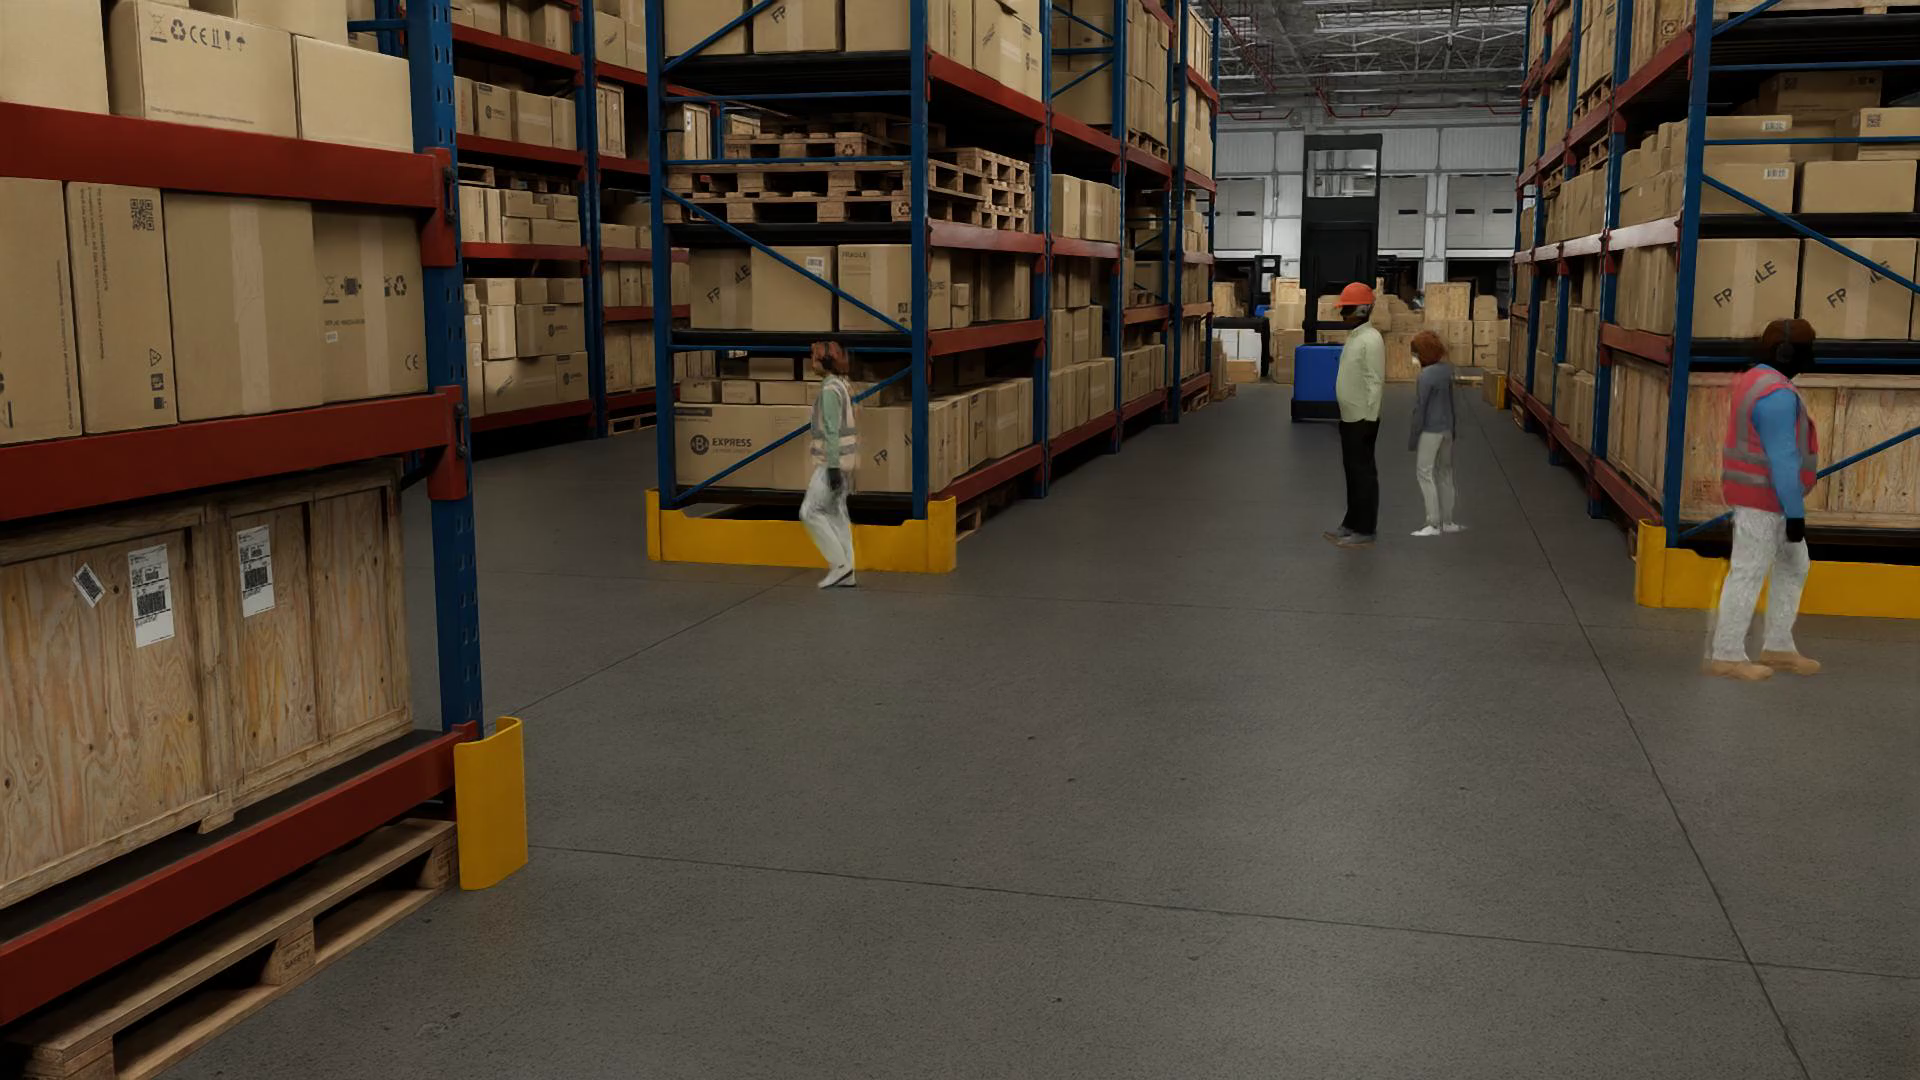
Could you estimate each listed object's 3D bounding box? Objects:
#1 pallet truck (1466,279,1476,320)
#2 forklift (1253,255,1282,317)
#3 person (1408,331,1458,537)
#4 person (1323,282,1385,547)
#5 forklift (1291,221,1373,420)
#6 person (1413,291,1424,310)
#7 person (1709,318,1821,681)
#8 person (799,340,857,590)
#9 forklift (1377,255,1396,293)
[{"bbox_3d":[18.896,-8.459,60.307,1.885,1.965,0.823,5,10,31],"label":"pallet truck"},{"bbox_3d":[10.632,-8.462,57.531,1.129,2.768,1.873,-4,10,-24],"label":"forklift"},{"bbox_3d":[3.744,-0.840,13.131,0.325,1.611,0.647,8,12,40],"label":"person"},{"bbox_3d":[3.002,-0.948,12.610,0.401,1.990,0.622,-1,9,-6],"label":"person"},{"bbox_3d":[5.378,-3.153,23.801,1.129,2.768,1.873,2,9,14],"label":"forklift"},{"bbox_3d":[15.555,-7.599,56.072,0.625,1.612,0.326,-1,9,-6],"label":"person"},{"bbox_3d":[4.121,-0.184,8.279,0.681,1.819,0.664,3,9,18],"label":"person"},{"bbox_3d":[-0.848,-0.472,10.747,0.394,1.625,0.547,0,9,-1],"label":"person"},{"bbox_3d":[14.333,-8.337,56.737,1.129,2.768,1.873,-2,9,-13],"label":"forklift"}]
